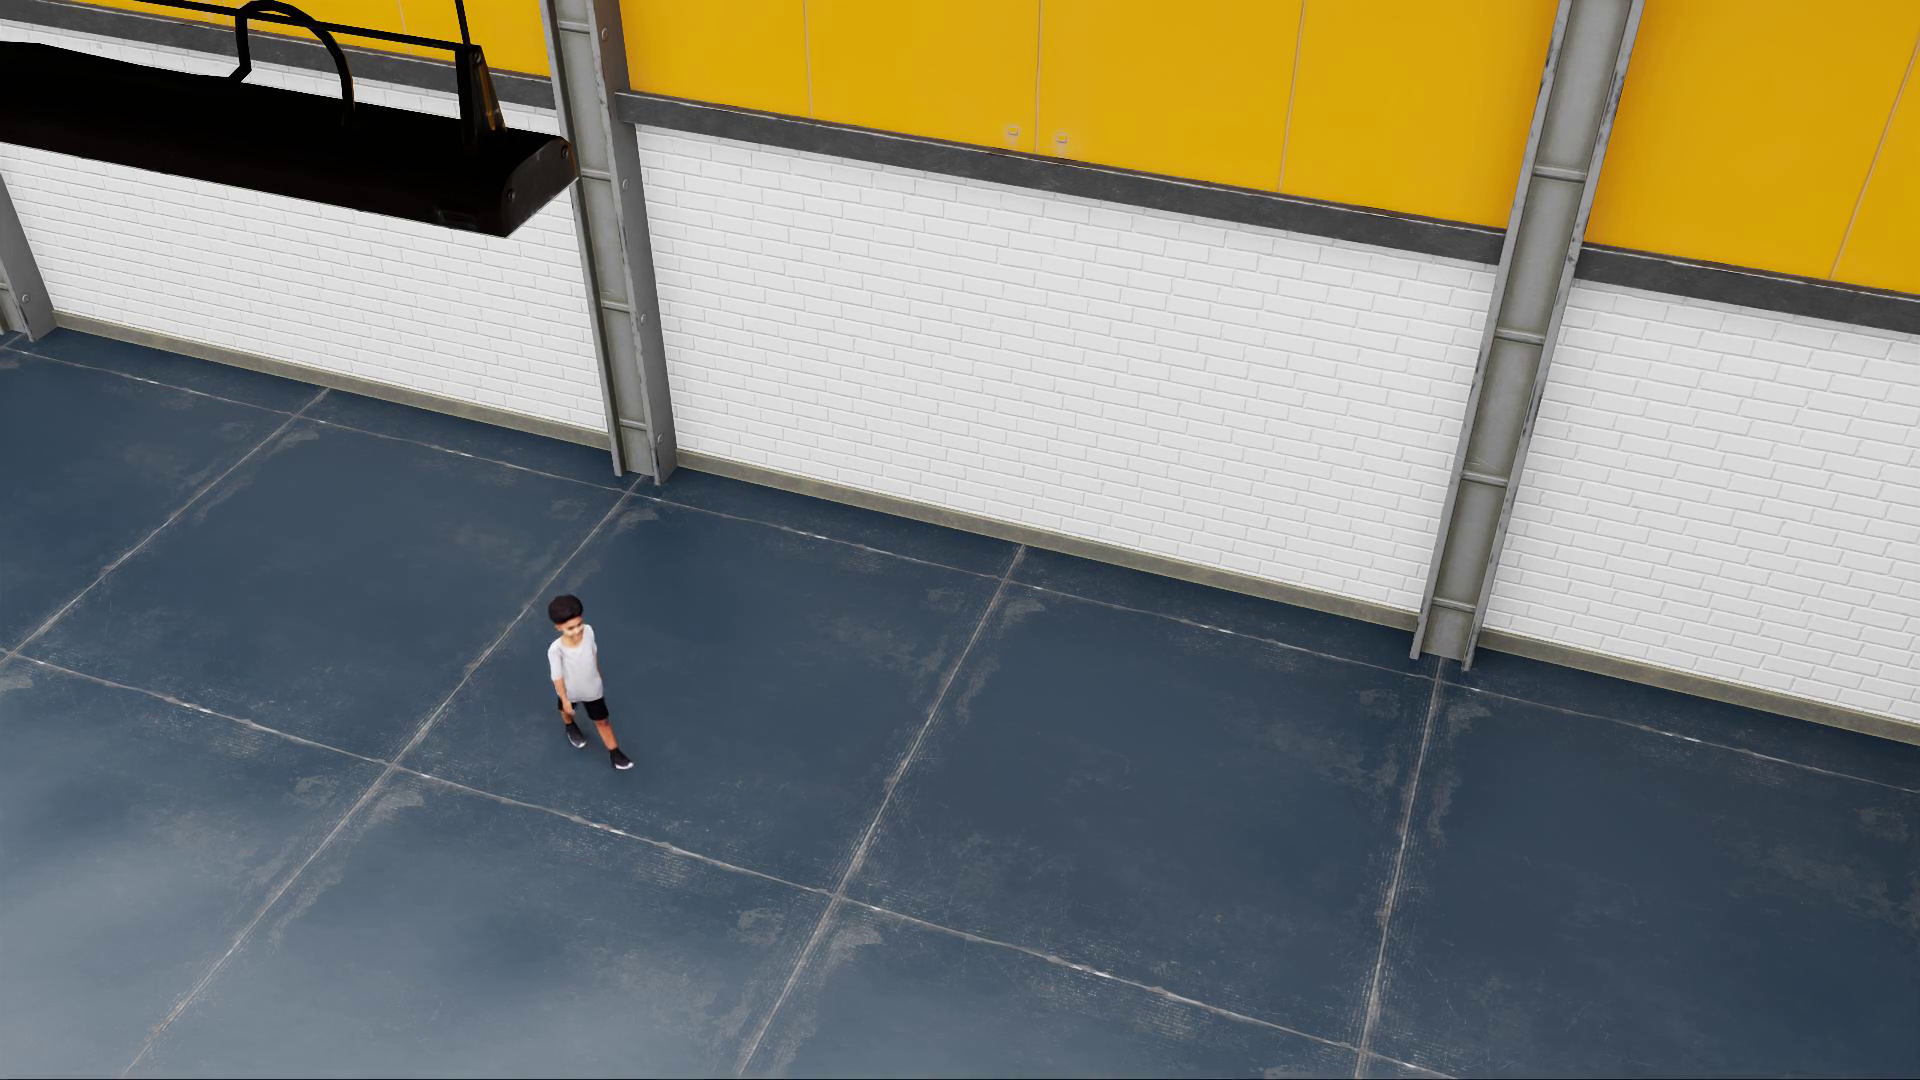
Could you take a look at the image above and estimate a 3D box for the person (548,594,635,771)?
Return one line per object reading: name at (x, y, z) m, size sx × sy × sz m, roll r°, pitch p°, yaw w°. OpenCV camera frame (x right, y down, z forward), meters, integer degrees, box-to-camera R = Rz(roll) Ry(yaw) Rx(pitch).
person at (-2.350, 0.822, 10.064) m, size 0.780 × 1.220 × 0.957 m, roll -27°, pitch 46°, yaw -30°
